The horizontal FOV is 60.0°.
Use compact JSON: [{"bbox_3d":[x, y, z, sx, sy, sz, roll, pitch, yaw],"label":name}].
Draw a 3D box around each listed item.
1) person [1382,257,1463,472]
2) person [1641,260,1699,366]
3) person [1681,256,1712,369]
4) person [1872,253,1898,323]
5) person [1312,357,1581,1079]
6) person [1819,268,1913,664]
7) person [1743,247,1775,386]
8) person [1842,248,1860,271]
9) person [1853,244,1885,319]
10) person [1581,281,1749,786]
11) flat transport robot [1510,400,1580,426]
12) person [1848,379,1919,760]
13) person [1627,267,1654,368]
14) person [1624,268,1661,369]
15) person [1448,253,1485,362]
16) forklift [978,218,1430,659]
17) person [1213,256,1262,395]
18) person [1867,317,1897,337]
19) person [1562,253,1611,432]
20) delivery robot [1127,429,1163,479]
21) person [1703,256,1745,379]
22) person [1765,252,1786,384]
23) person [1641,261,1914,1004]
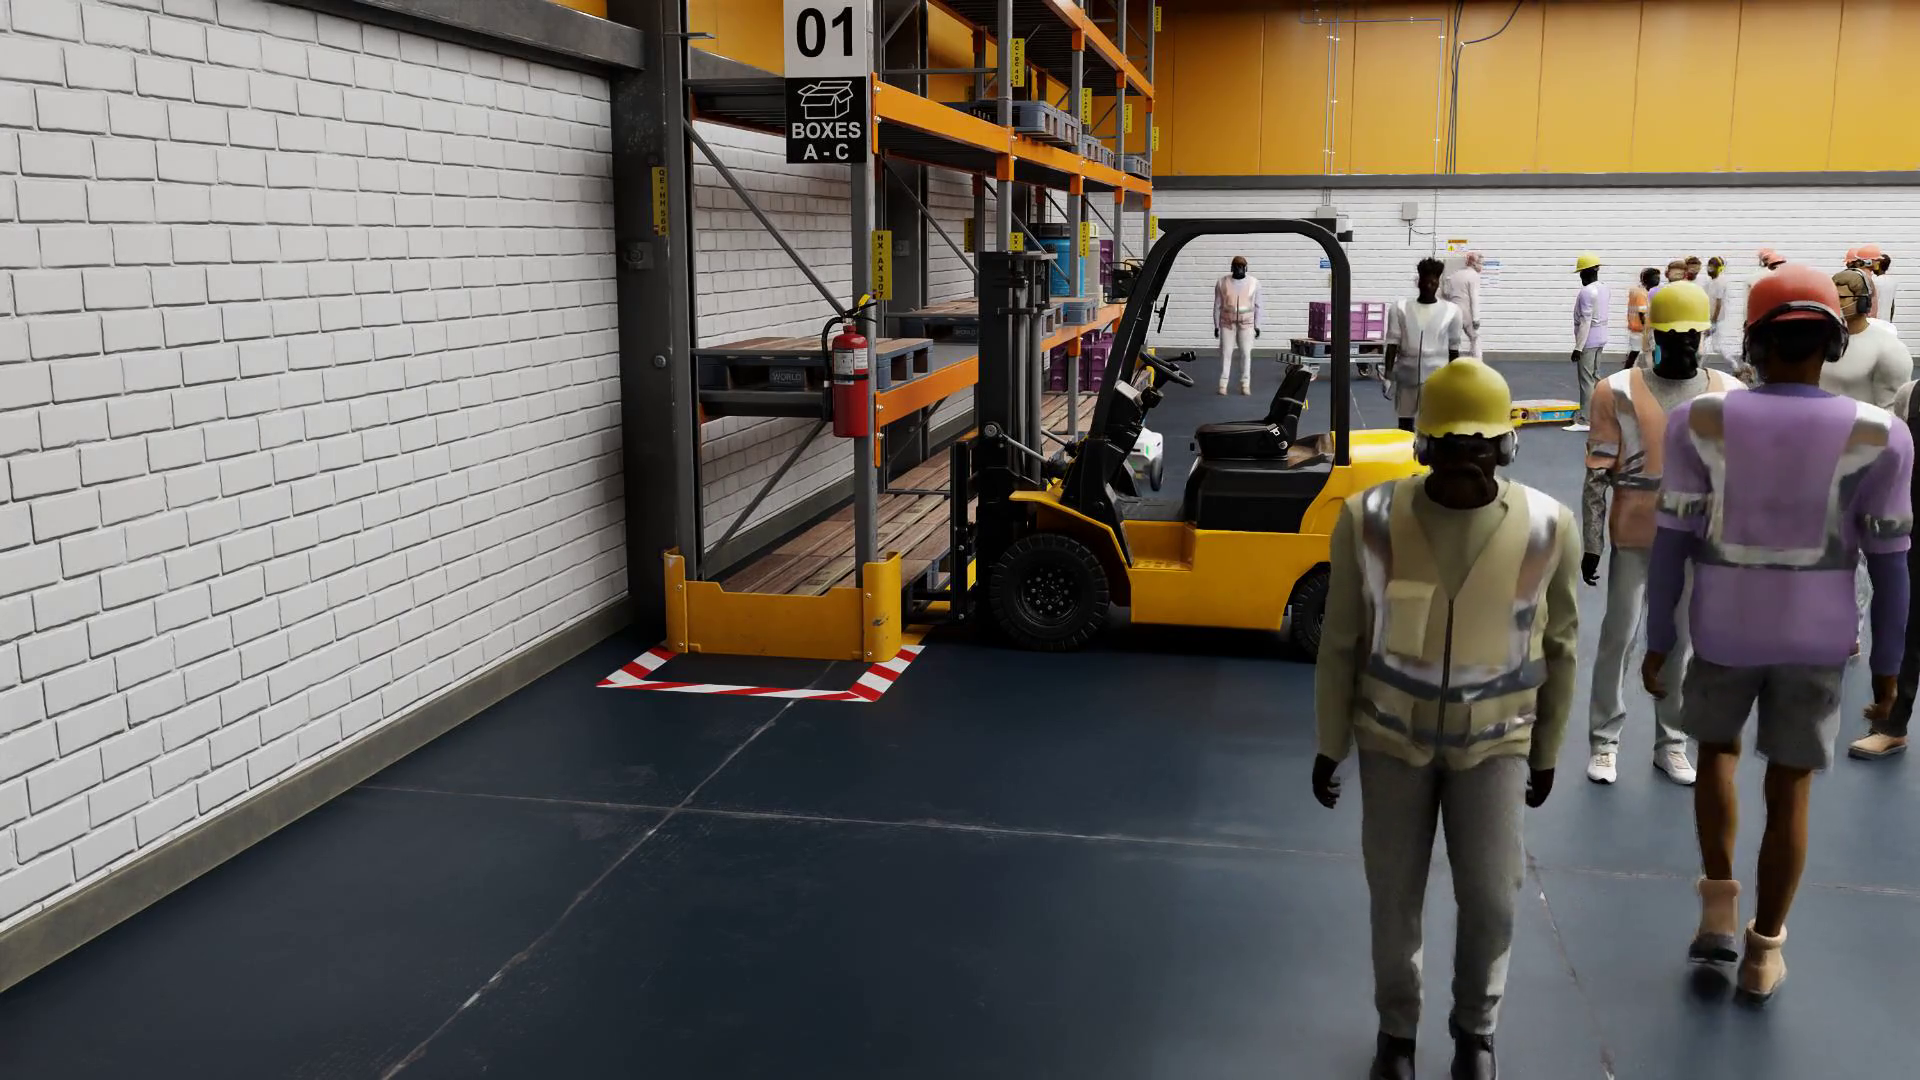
[{"bbox_3d":[3.829,-1.370,13.751,0.601,1.938,0.865,4,11,22],"label":"person"},{"bbox_3d":[8.205,-2.313,19.206,0.611,1.820,0.460,7,12,32],"label":"person"},{"bbox_3d":[9.767,-2.866,22.203,0.564,1.837,0.436,2,10,10],"label":"person"},{"bbox_3d":[12.233,-2.877,22.192,0.533,1.868,0.310,-4,11,-21],"label":"person"},{"bbox_3d":[1.153,0.472,3.992,0.601,1.817,0.430,3,11,17],"label":"person"},{"bbox_3d":[4.307,-0.357,8.186,0.371,1.940,0.627,-4,11,-21],"label":"person"},{"bbox_3d":[11.109,-3.066,23.001,0.677,1.951,0.628,-7,12,-33],"label":"person"},{"bbox_3d":[12.506,-3.112,23.298,0.374,1.934,0.549,3,11,18],"label":"person"},{"bbox_3d":[10.958,-2.585,20.239,0.379,1.996,0.609,2,10,10],"label":"person"},{"bbox_3d":[2.673,-0.012,6.322,0.594,1.924,0.377,1,10,6],"label":"person"},{"bbox_3d":[6.468,-1.439,18.688,1.431,0.197,0.652,-5,11,-25],"label":"flat transport robot"},{"bbox_3d":[3.840,0.000,6.482,0.347,1.846,0.505,-7,12,-33],"label":"person"},{"bbox_3d":[10.158,-3.216,24.674,0.514,1.642,0.310,8,13,39],"label":"person"},{"bbox_3d":[9.288,-2.798,22.313,0.543,1.664,0.788,-7,12,-34],"label":"person"},{"bbox_3d":[7.548,-3.321,24.693,0.807,1.851,0.664,-3,11,-17],"label":"person"},{"bbox_3d":[1.285,-0.567,8.635,2.313,2.155,1.214,2,11,11],"label":"forklift"},{"bbox_3d":[3.674,-2.843,22.080,0.633,1.840,0.429,2,10,8],"label":"person"},{"bbox_3d":[5.500,-0.730,10.378,0.573,1.885,0.356,0,10,-1],"label":"person"},{"bbox_3d":[6.750,-2.119,17.902,0.380,1.917,0.586,9,14,41],"label":"person"},{"bbox_3d":[1.486,-0.767,13.968,0.477,0.478,0.707,3,11,16],"label":"delivery robot"},{"bbox_3d":[10.851,-3.151,23.855,0.828,1.831,0.574,0,10,3],"label":"person"},{"bbox_3d":[10.531,-2.760,21.479,0.492,1.895,0.587,-10,14,-43],"label":"person"},{"bbox_3d":[2.228,0.263,4.558,0.644,2.020,0.457,6,12,28],"label":"person"}]
